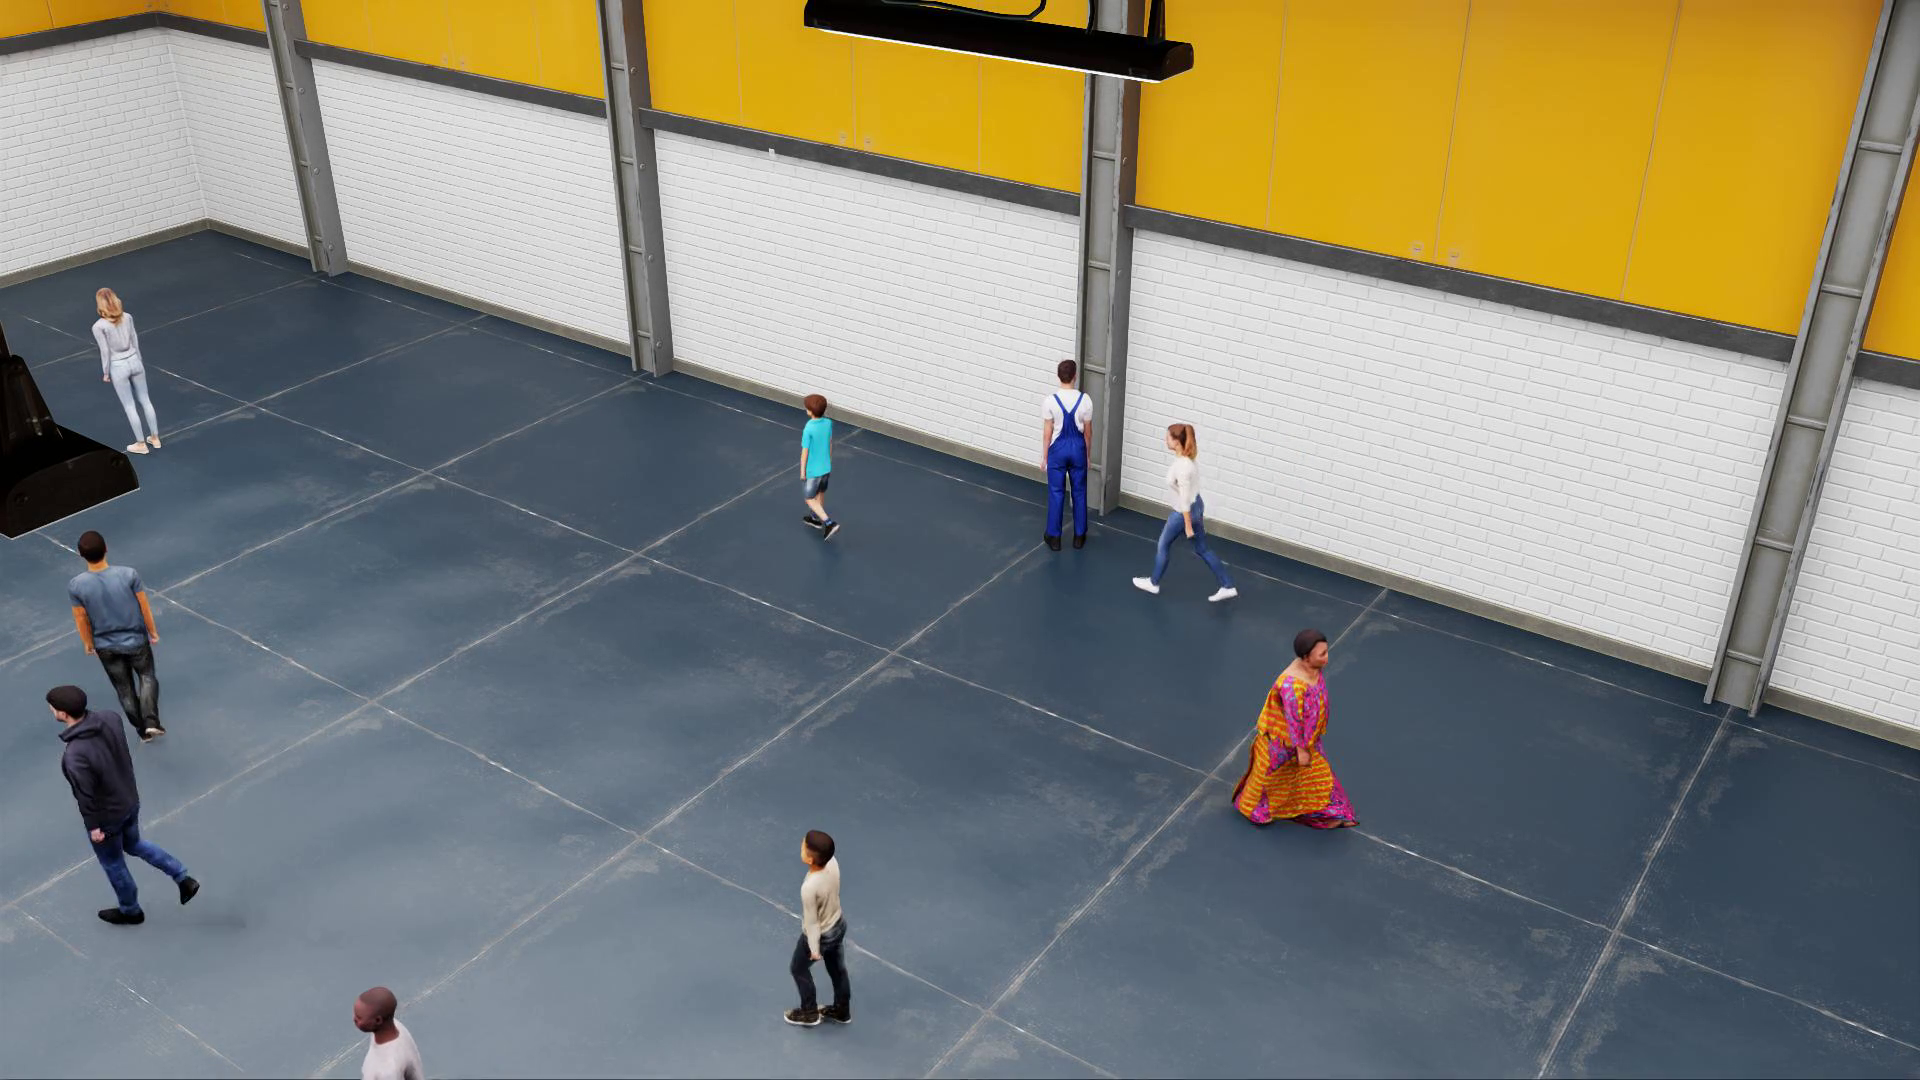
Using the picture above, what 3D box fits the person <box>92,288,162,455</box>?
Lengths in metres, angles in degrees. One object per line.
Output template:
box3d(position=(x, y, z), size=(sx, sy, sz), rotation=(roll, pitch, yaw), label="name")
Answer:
box3d(position=(-8.593, -1.751, 17.132), size=(0.519, 1.796, 0.597), rotation=(16, 33, 27), label="person")

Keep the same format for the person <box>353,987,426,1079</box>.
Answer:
box3d(position=(-2.764, 2.975, 8.507), size=(0.924, 1.758, 0.914), rotation=(-11, 31, -20), label="person")

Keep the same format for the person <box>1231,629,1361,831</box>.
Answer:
box3d(position=(2.272, 1.330, 11.644), size=(1.125, 1.642, 0.656), rotation=(18, 34, 30), label="person")

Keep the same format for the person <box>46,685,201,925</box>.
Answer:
box3d(position=(-5.371, 1.718, 10.687), size=(1.069, 1.877, 0.928), rotation=(4, 29, 7), label="person")

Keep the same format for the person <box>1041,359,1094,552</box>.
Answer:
box3d(position=(0.980, -0.781, 15.297), size=(0.709, 1.849, 0.788), rotation=(-2, 29, -3), label="person")

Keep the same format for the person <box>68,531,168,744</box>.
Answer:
box3d(position=(-6.290, 0.785, 12.476), size=(0.835, 1.803, 0.889), rotation=(-13, 31, -23), label="person")

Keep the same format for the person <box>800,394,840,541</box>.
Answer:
box3d(position=(-1.302, -0.683, 15.549), size=(0.837, 1.436, 0.580), rotation=(23, 36, 35), label="person")

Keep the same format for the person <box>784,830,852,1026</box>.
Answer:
box3d(position=(-0.764, 2.356, 9.962), size=(0.631, 1.451, 0.580), rotation=(15, 32, 25), label="person")

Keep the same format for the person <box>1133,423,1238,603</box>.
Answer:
box3d(position=(2.051, -0.183, 14.385), size=(1.213, 1.672, 0.776), rotation=(10, 30, 17), label="person")
